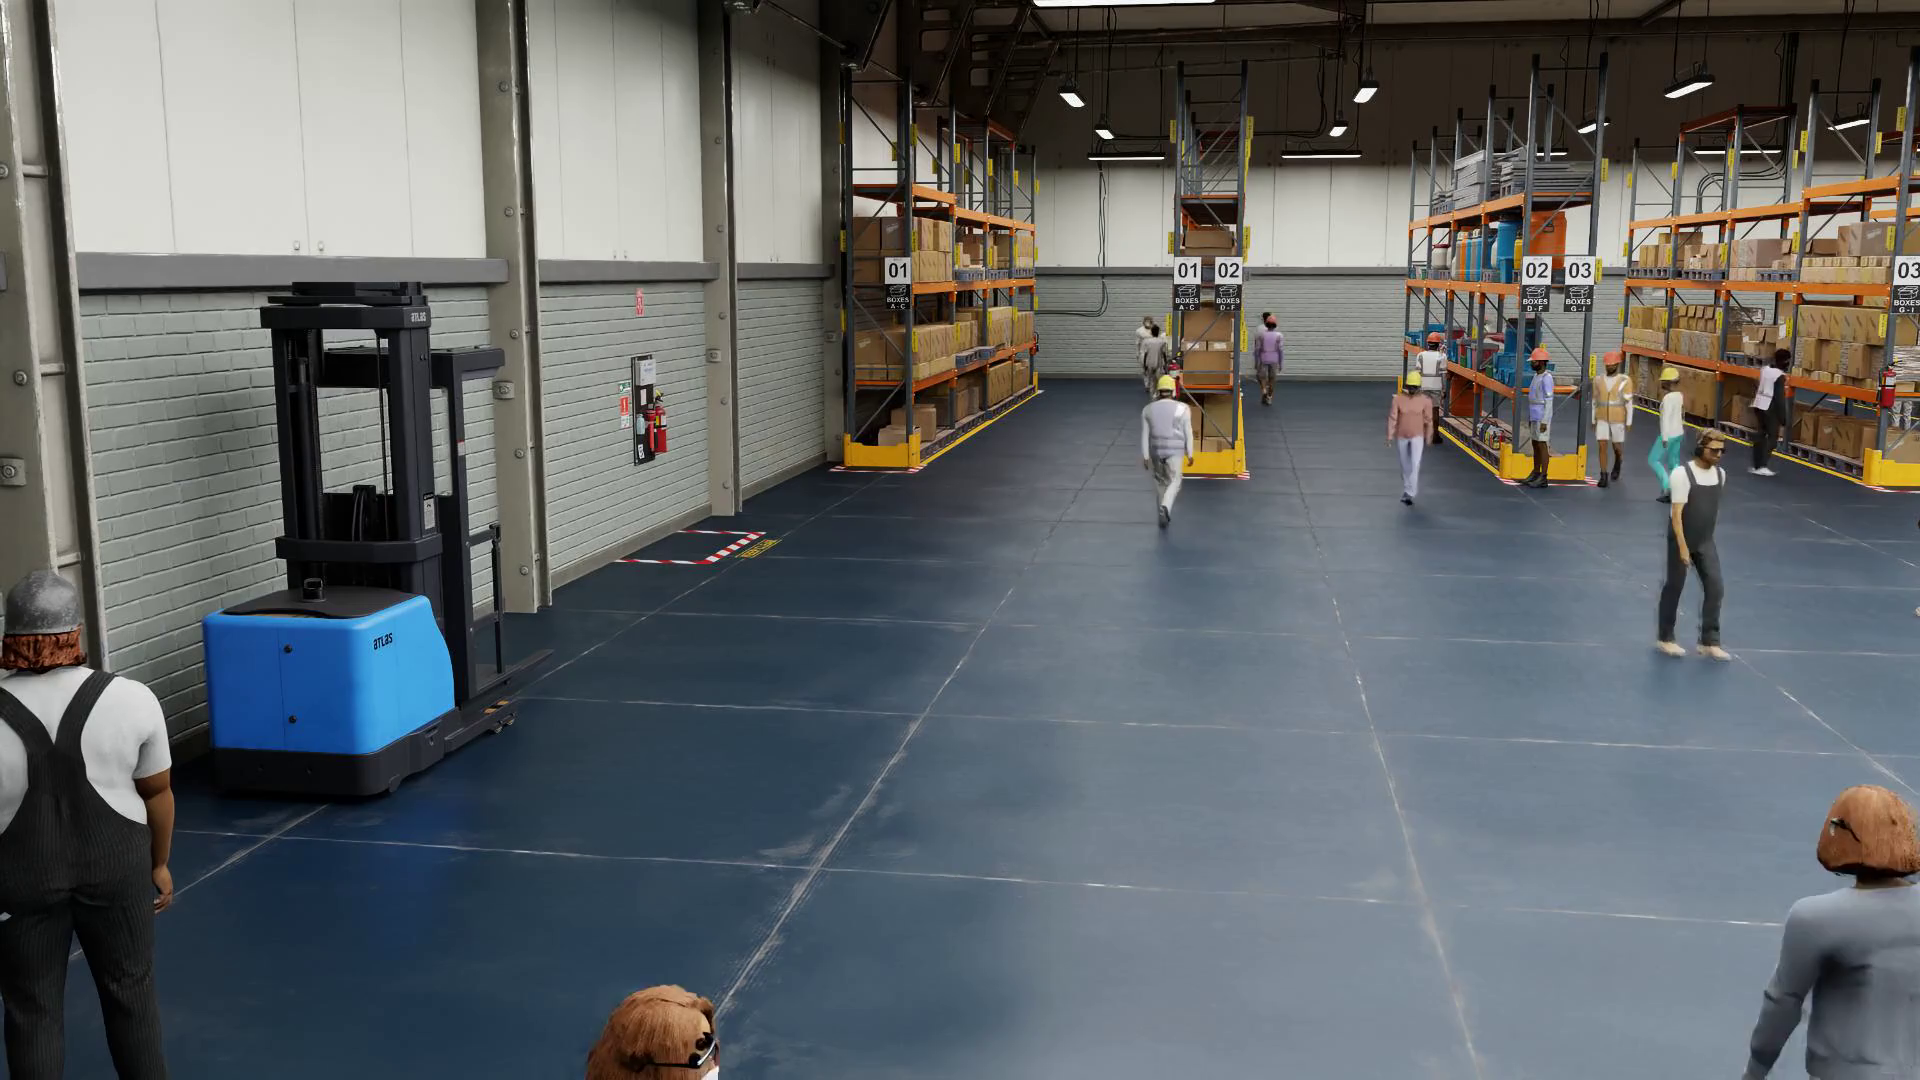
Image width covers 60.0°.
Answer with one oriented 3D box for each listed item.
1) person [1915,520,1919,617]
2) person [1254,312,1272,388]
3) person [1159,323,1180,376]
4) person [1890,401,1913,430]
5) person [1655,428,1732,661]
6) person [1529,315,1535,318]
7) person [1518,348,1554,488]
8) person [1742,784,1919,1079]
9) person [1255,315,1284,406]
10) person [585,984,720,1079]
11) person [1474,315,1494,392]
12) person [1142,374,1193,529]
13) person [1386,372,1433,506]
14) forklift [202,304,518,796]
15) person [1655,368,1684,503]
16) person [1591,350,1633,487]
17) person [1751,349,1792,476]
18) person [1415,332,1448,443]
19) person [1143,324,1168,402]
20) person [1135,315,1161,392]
[{"bbox_3d":[8.586,-0.248,14.380,0.578,1.882,0.346,-1,9,-6],"label":"person"},{"bbox_3d":[7.908,-4.920,42.980,0.420,1.948,0.613,-3,10,-20],"label":"person"},{"bbox_3d":[5.167,-4.505,40.934,0.602,1.793,0.908,3,10,20],"label":"person"},{"bbox_3d":[16.300,-2.465,28.805,0.514,1.641,0.307,-1,9,-8],"label":"person"},{"bbox_3d":[5.692,0.043,12.805,0.512,1.812,0.760,-2,9,-14],"label":"person"},{"bbox_3d":[13.417,-4.326,39.298,0.639,1.962,0.783,-7,11,-35],"label":"person"},{"bbox_3d":[8.070,-1.709,23.221,0.374,1.939,0.545,0,9,1],"label":"person"},{"bbox_3d":[2.467,1.455,4.706,0.527,1.597,0.777,-2,9,-10],"label":"person"},{"bbox_3d":[6.891,-3.997,37.069,0.624,2.023,0.584,2,9,10],"label":"person"},{"bbox_3d":[-0.632,1.663,3.368,0.417,1.620,0.549,0,9,0],"label":"person"},{"bbox_3d":[12.760,-4.501,40.351,0.655,1.967,0.621,3,10,17],"label":"person"},{"bbox_3d":[2.411,-1.033,19.465,0.594,1.807,0.780,4,10,25],"label":"person"},{"bbox_3d":[5.786,-1.303,21.421,0.532,1.709,0.939,4,10,24],"label":"person"},{"bbox_3d":[-3.673,-0.038,10.147,1.129,2.768,1.873,1,9,9],"label":"forklift"},{"bbox_3d":[9.201,-1.353,21.600,0.530,1.754,0.395,-8,12,-42],"label":"person"},{"bbox_3d":[9.190,-1.728,23.434,0.558,1.910,0.826,6,11,32],"label":"person"},{"bbox_3d":[11.960,-1.904,24.645,0.380,1.875,0.733,0,9,0],"label":"person"},{"bbox_3d":[8.272,-2.673,29.172,0.551,1.935,0.372,6,11,31],"label":"person"},{"bbox_3d":[4.238,-3.763,36.136,0.540,1.851,0.669,3,10,16],"label":"person"},{"bbox_3d":[4.702,-4.672,41.601,0.642,1.906,0.818,1,9,7],"label":"person"}]
